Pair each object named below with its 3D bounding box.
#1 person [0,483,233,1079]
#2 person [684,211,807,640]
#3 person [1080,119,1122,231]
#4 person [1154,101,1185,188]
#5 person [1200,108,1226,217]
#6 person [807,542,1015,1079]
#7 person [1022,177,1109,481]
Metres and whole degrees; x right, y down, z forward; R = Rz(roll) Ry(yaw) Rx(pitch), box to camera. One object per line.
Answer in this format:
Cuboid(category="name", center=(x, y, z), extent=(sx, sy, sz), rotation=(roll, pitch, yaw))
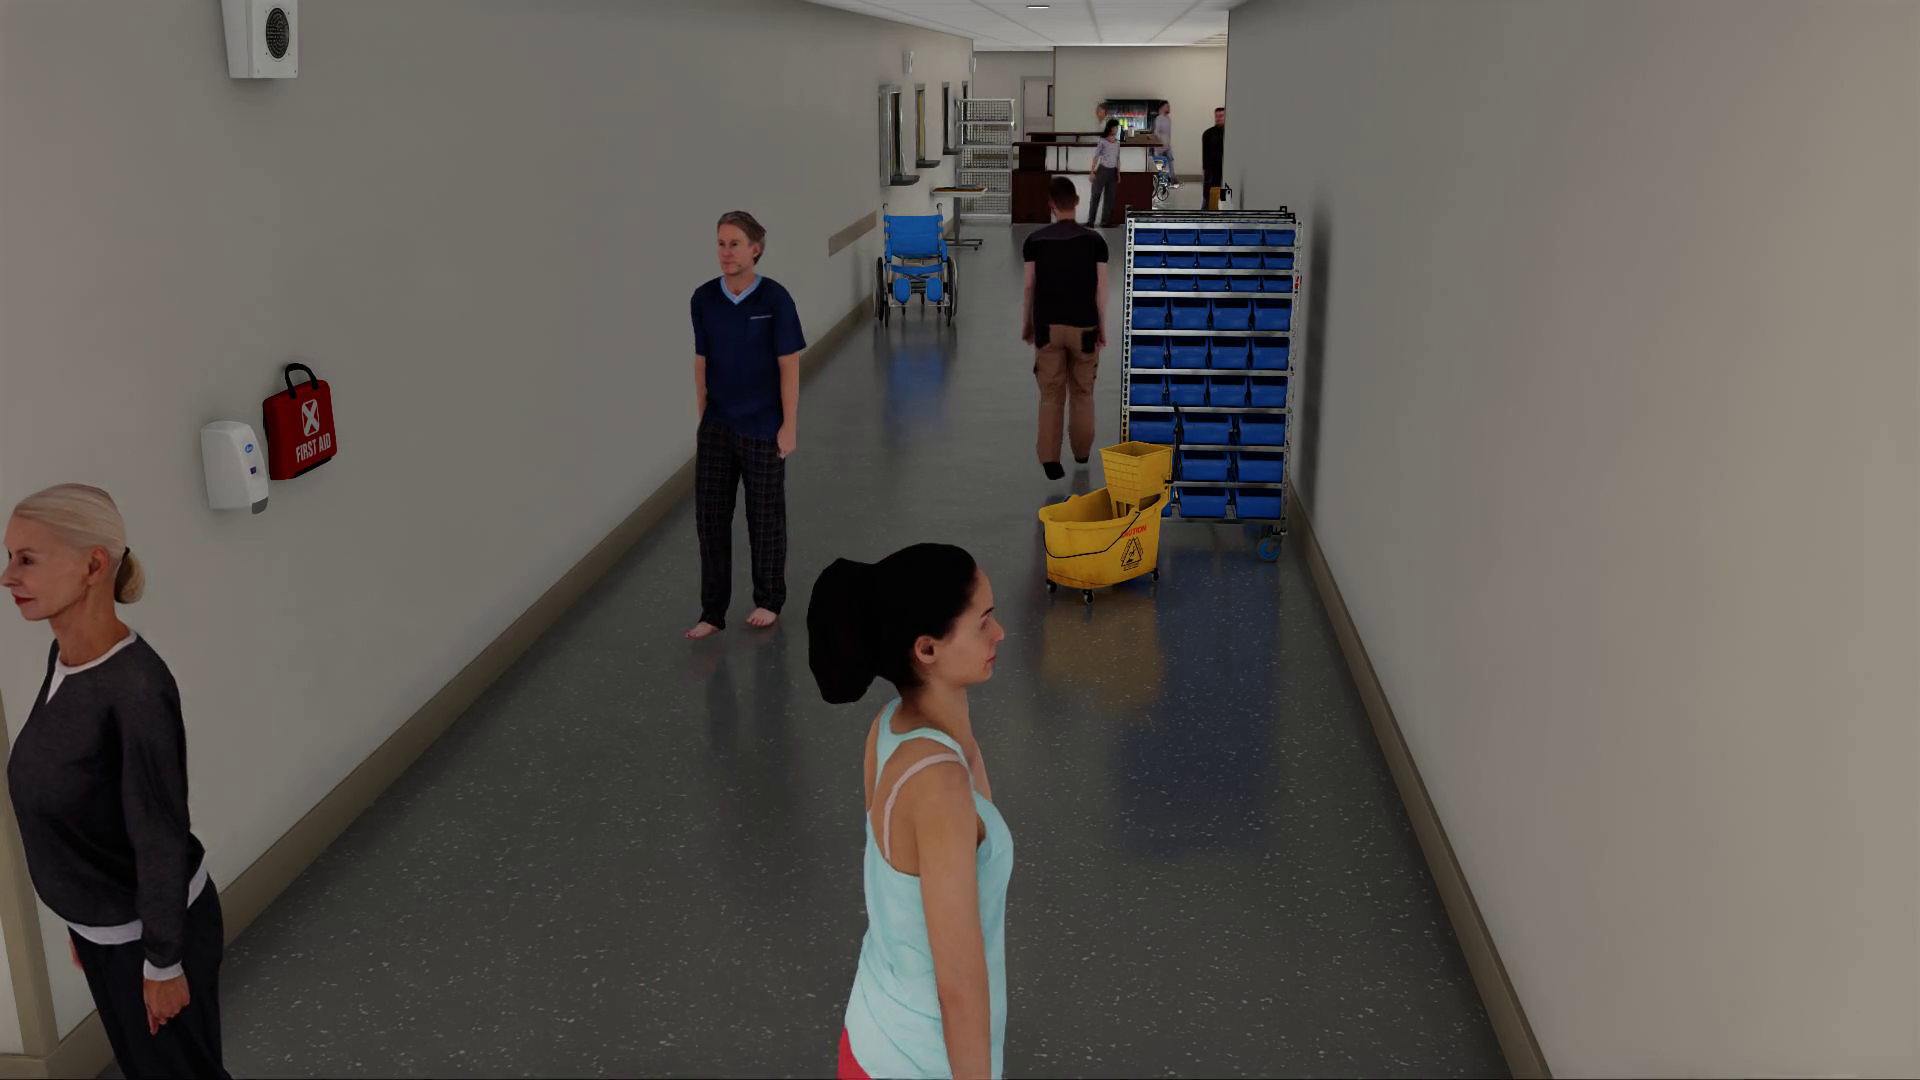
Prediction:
Cuboid(category="person", center=(-1.607, 0.715, 3.271), extent=(0.744, 1.723, 0.671), rotation=(-14, 21, -41))
Cuboid(category="person", center=(-0.922, -0.514, 7.388), extent=(0.848, 1.855, 0.806), rotation=(4, 16, 13))
Cuboid(category="person", center=(2.225, -5.748, 26.214), extent=(0.759, 1.713, 0.915), rotation=(-5, 16, -16))
Cuboid(category="person", center=(4.244, -8.400, 35.478), extent=(1.153, 1.791, 1.249), rotation=(-15, 21, -42))
Cuboid(category="person", center=(3.975, -5.682, 25.613), extent=(0.605, 1.913, 0.790), rotation=(4, 16, 14))
Cuboid(category="person", center=(-0.047, 0.854, 2.703), extent=(0.646, 1.763, 0.652), rotation=(-4, 16, -14))
Cuboid(category="person", center=(0.623, -1.246, 10.094), extent=(1.134, 1.796, 0.746), rotation=(2, 16, 7))
